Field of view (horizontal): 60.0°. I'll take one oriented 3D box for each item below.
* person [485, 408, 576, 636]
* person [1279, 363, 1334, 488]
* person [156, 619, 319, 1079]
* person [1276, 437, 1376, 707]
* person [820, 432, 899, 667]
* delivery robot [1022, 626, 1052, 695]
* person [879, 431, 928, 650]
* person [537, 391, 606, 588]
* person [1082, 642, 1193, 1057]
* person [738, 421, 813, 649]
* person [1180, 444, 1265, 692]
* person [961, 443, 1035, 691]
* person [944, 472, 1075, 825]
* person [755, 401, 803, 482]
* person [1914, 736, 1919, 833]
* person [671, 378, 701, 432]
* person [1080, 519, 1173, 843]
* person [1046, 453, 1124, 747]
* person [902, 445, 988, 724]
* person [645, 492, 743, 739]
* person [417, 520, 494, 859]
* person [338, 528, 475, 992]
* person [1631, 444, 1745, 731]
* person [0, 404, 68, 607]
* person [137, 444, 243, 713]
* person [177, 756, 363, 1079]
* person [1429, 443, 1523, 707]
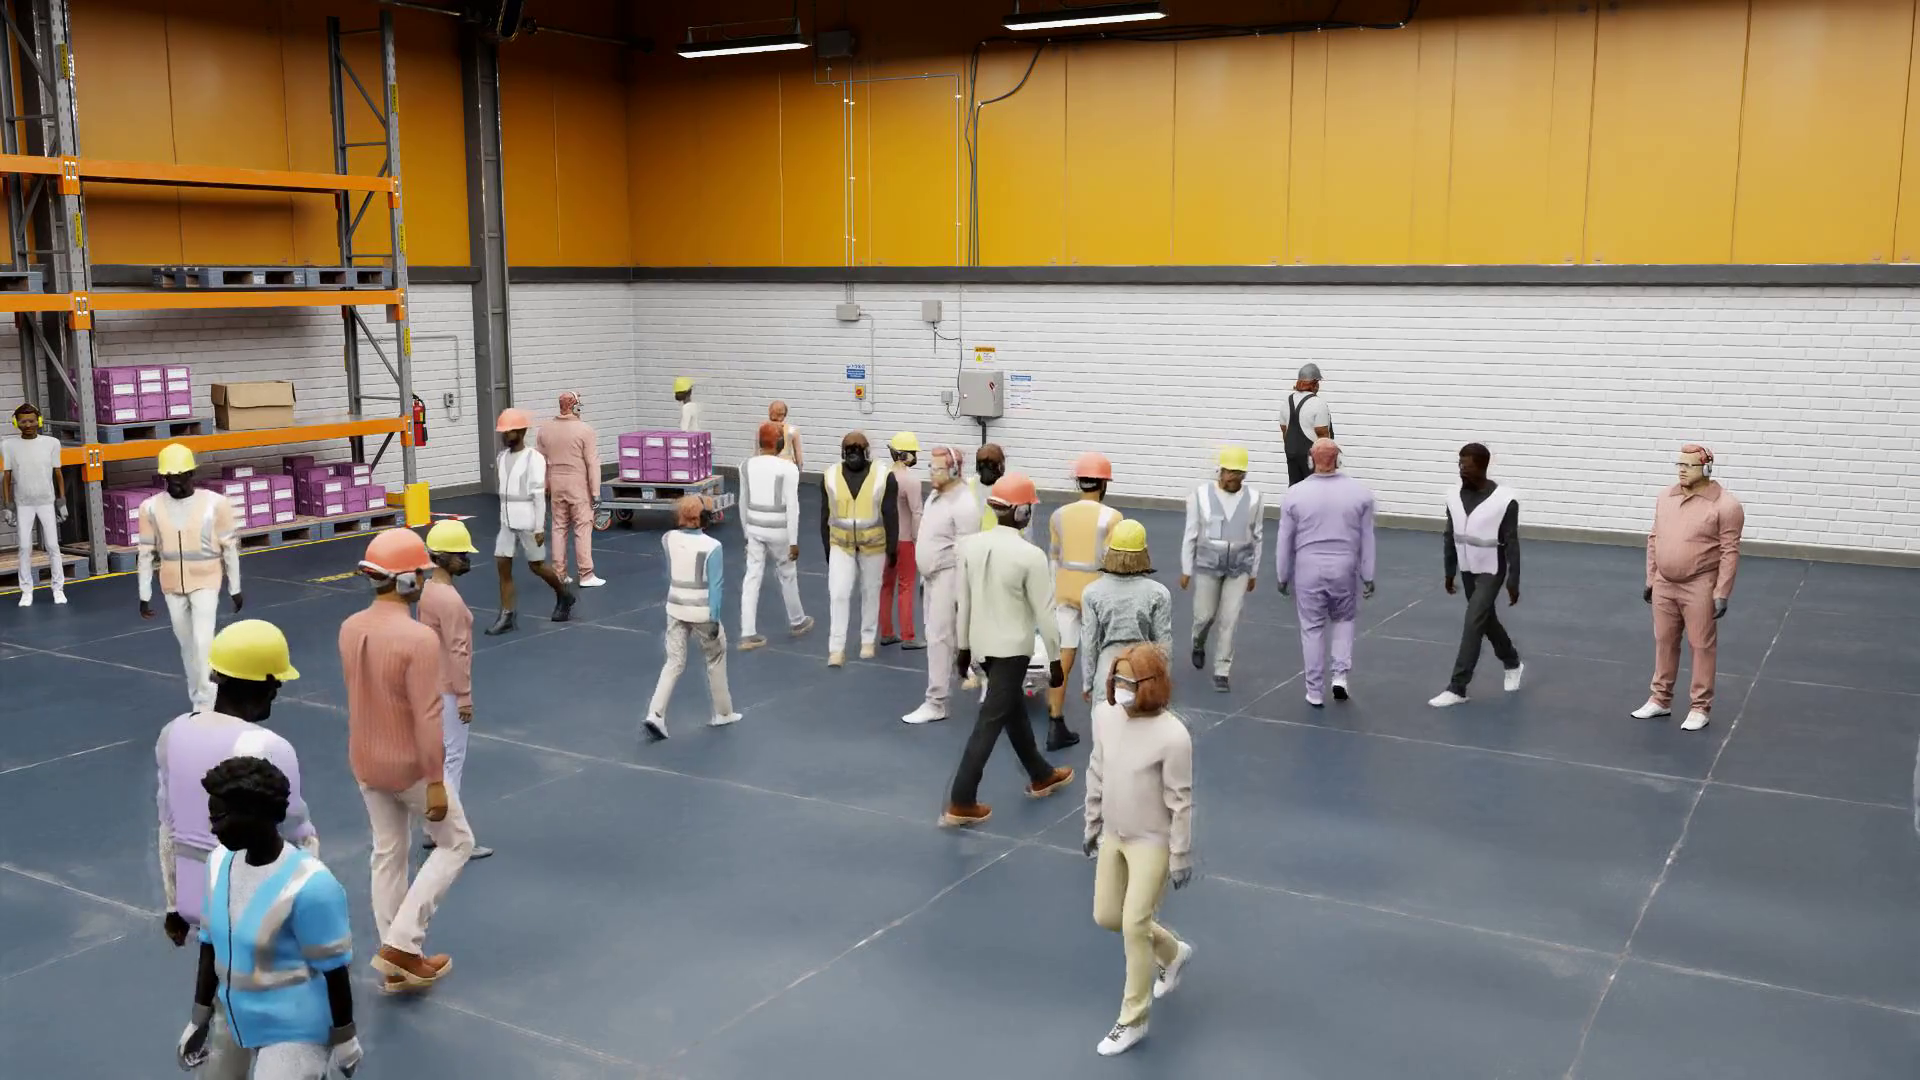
[{"bbox_3d":[-3.691,-0.178,14.168,0.552,1.908,0.890,6,11,32],"label":"person"},{"bbox_3d":[3.925,-0.962,18.624,0.538,2.000,0.683,-6,11,-32],"label":"person"},{"bbox_3d":[-2.409,1.203,5.576,0.595,1.893,0.517,6,11,32],"label":"person"},{"bbox_3d":[2.549,0.227,11.655,0.683,1.890,0.435,1,9,4],"label":"person"},{"bbox_3d":[-0.790,0.079,12.871,0.641,1.805,0.874,1,9,4],"label":"person"},{"bbox_3d":[0.481,0.841,11.702,0.477,0.478,0.707,0,9,0],"label":"delivery robot"},{"bbox_3d":[-0.472,0.003,13.468,0.329,1.765,0.526,-8,12,-41],"label":"person"},{"bbox_3d":[-3.740,-0.489,16.093,0.651,1.906,0.403,3,10,20],"label":"person"},{"bbox_3d":[0.733,1.178,6.561,0.542,1.613,0.504,-7,12,-39],"label":"person"},{"bbox_3d":[-1.541,-0.058,13.650,0.596,1.829,0.974,4,10,24],"label":"person"},{"bbox_3d":[1.918,0.181,12.214,0.610,1.807,0.613,0,9,-1],"label":"person"},{"bbox_3d":[0.271,0.167,12.310,0.627,1.814,0.771,4,10,24],"label":"person"},{"bbox_3d":[0.295,0.588,9.284,1.048,1.934,0.638,-8,12,-41],"label":"person"},{"bbox_3d":[-2.039,-0.769,18.810,0.528,1.591,0.859,0,9,0],"label":"person"},{"bbox_3d":[4.172,1.144,6.779,0.519,1.614,0.425,7,11,37],"label":"person"},{"bbox_3d":[-3.474,-1.189,21.067,0.911,1.703,0.542,0,9,0],"label":"person"},{"bbox_3d":[0.883,0.755,8.832,0.484,1.745,0.297,2,9,10],"label":"person"},{"bbox_3d":[0.822,0.376,10.844,0.564,1.867,1.020,5,10,28],"label":"person"},{"bbox_3d":[-0.047,0.289,11.276,0.723,1.888,0.652,-3,10,-18],"label":"person"},{"bbox_3d":[-1.775,0.489,10.918,0.513,1.608,0.786,5,10,27],"label":"person"},{"bbox_3d":[-2.648,0.773,8.654,0.327,1.765,0.529,-6,11,-34],"label":"person"},{"bbox_3d":[-2.325,0.932,6.978,0.643,1.979,0.436,6,11,34],"label":"person"},{"bbox_3d":[4.847,0.308,11.114,0.406,1.911,0.639,-6,11,-32],"label":"person"},{"bbox_3d":[-8.452,-0.321,15.201,0.516,1.860,0.319,-5,10,-28],"label":"person"},{"bbox_3d":[-5.140,0.318,11.033,0.623,1.905,0.610,-1,9,-4],"label":"person"},{"bbox_3d":[-2.018,1.430,4.950,0.529,1.640,0.877,6,11,35],"label":"person"},{"bbox_3d":[3.750,0.220,11.848,1.030,1.869,0.601,-6,11,-31],"label":"person"}]
